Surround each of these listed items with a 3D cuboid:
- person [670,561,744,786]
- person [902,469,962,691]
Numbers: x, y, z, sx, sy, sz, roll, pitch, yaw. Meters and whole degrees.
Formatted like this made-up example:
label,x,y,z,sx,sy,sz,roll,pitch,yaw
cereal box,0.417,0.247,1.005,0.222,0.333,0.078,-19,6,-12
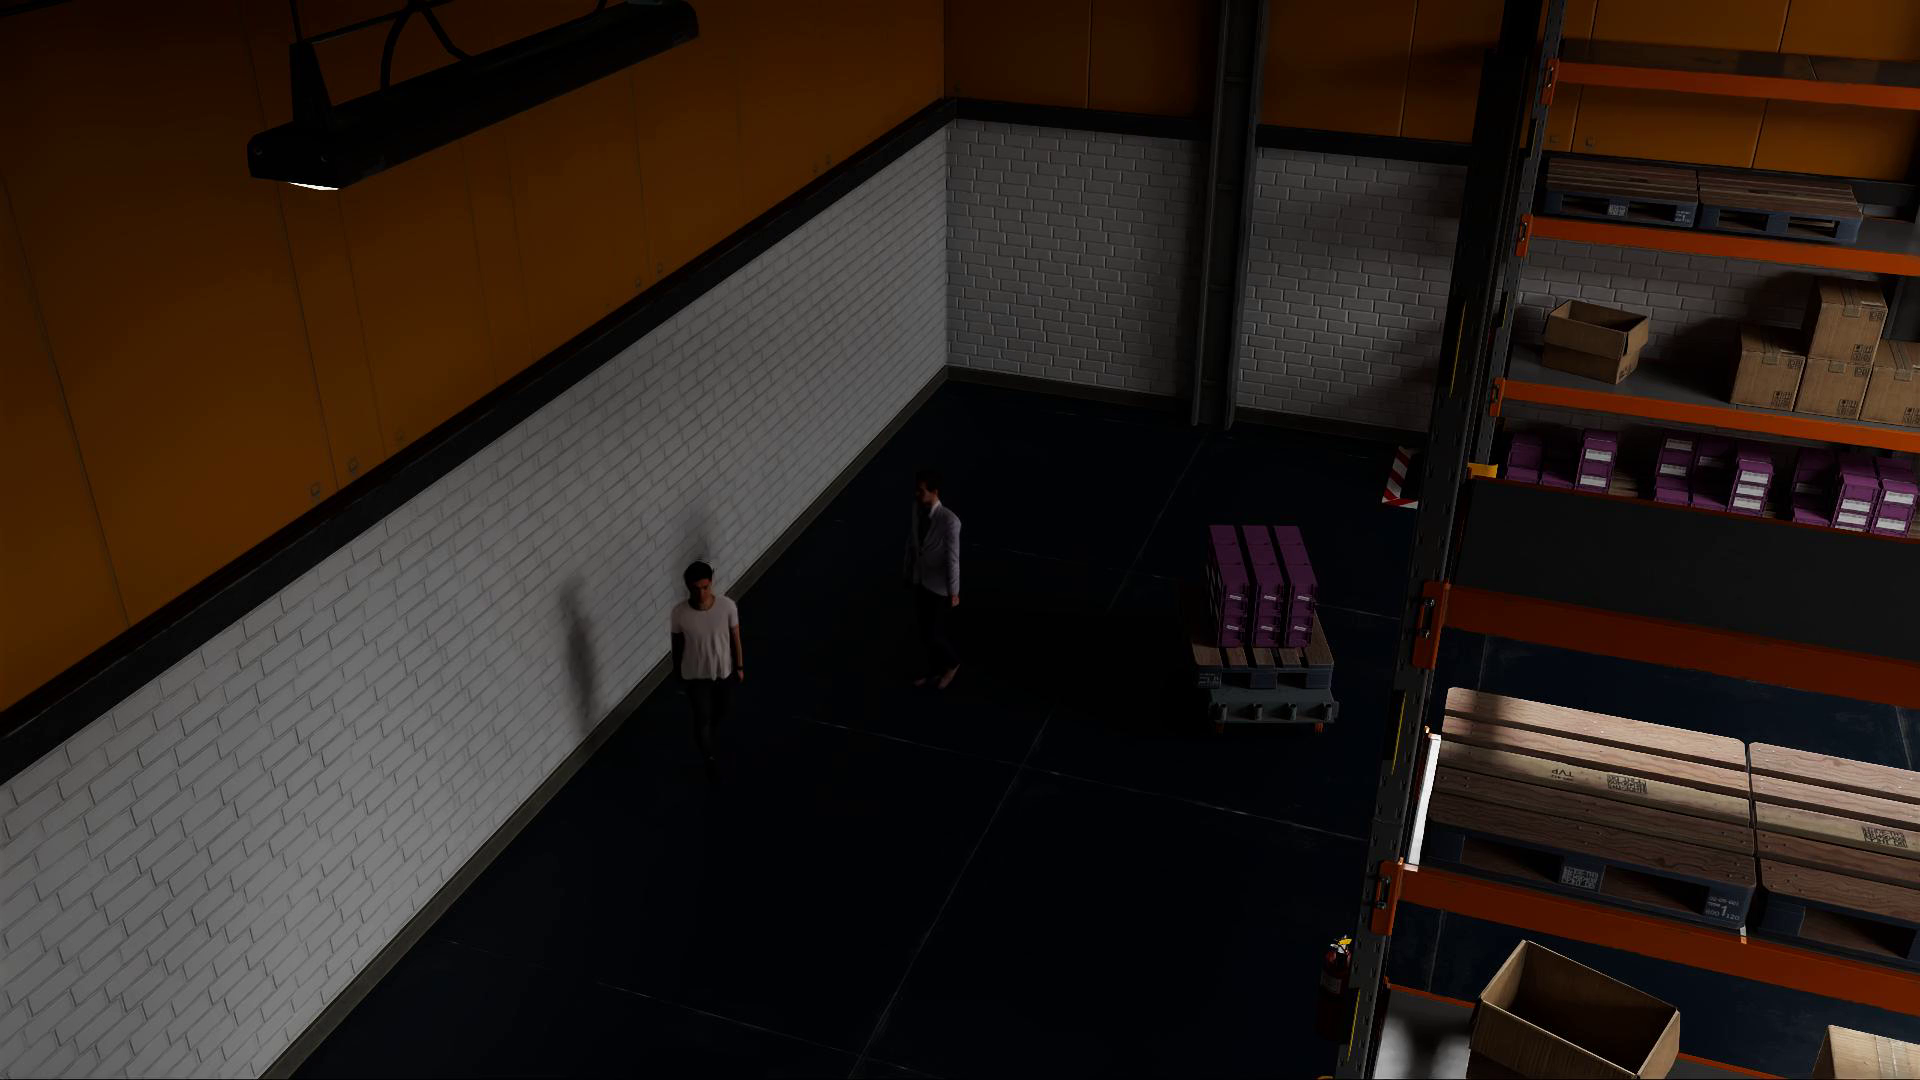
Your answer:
label,x,y,z,sx,sy,sz,roll,pitch,yaw
person,-1.755,0.845,11.595,0.986,1.703,0.992,-5,29,-9
person,-0.125,0.290,12.472,0.870,1.836,0.771,-20,34,-32
